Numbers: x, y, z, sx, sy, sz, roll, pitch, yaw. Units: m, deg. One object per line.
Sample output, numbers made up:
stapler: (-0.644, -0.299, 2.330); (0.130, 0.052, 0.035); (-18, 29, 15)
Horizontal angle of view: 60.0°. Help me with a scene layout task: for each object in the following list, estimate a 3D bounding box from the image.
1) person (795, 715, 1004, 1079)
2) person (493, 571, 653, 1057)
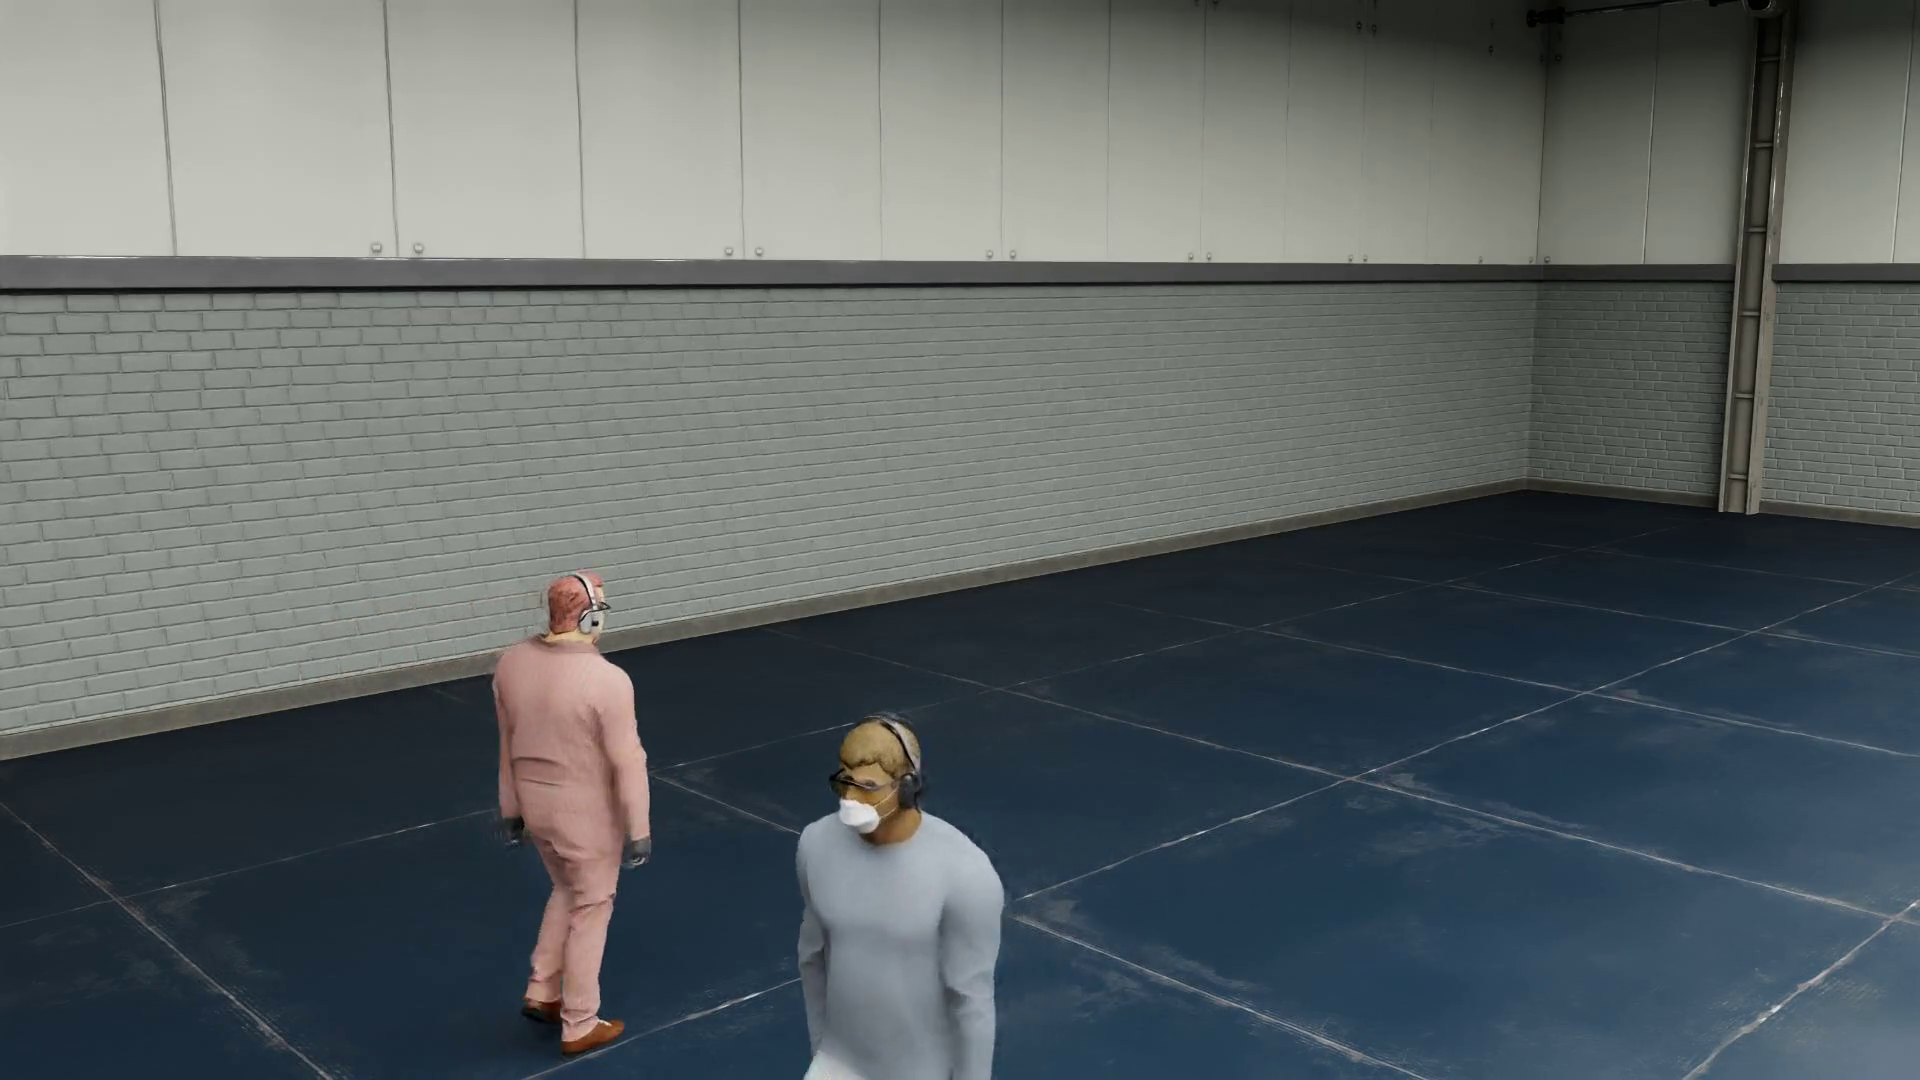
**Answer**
person: (-0.188, 1.392, 4.300); (0.633, 1.928, 0.429); (5, 10, 28)
person: (-1.478, 1.058, 6.473); (0.671, 1.888, 0.436); (5, 11, 30)
